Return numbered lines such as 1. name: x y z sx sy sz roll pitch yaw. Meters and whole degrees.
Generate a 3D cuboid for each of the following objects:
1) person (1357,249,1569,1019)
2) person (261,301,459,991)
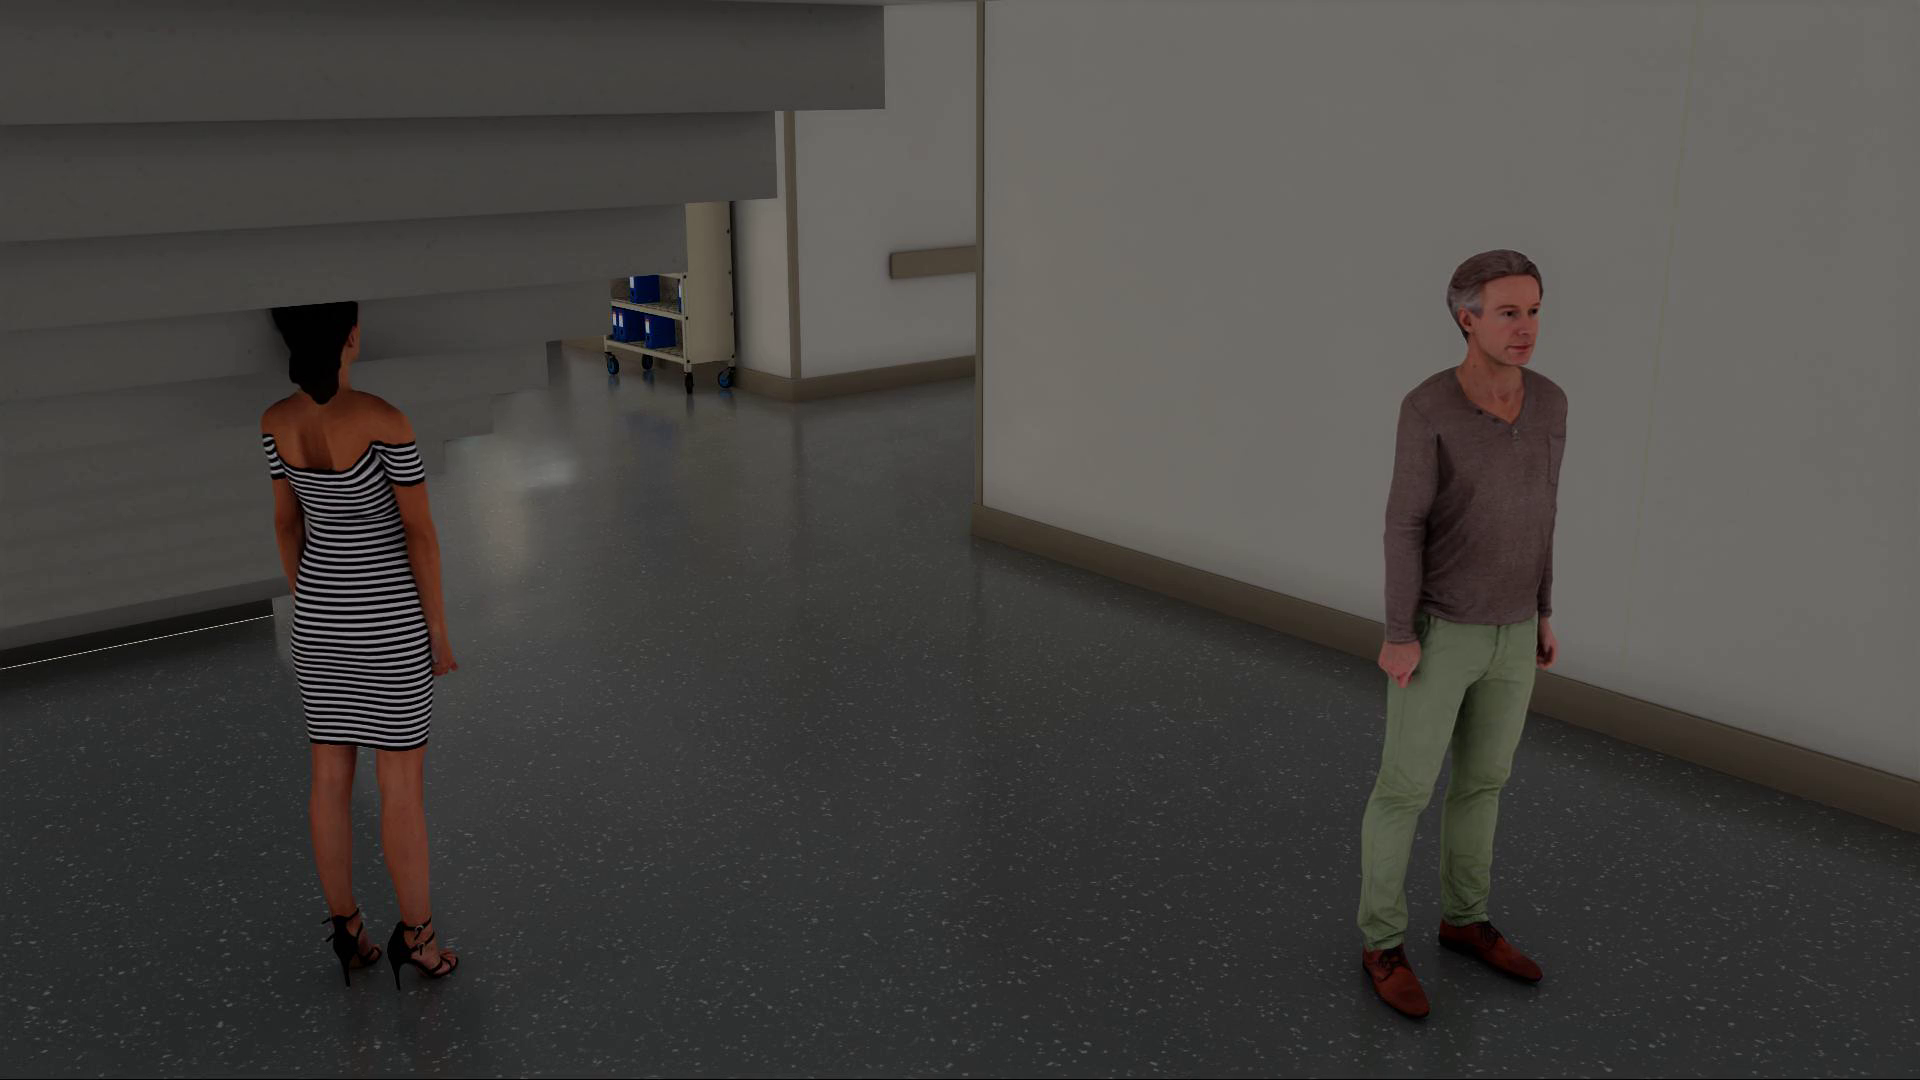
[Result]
1. person: 1.253 0.221 4.132 0.742 1.874 0.688 -7 17 -24
2. person: -1.493 0.253 4.118 0.637 1.821 0.735 5 16 16
